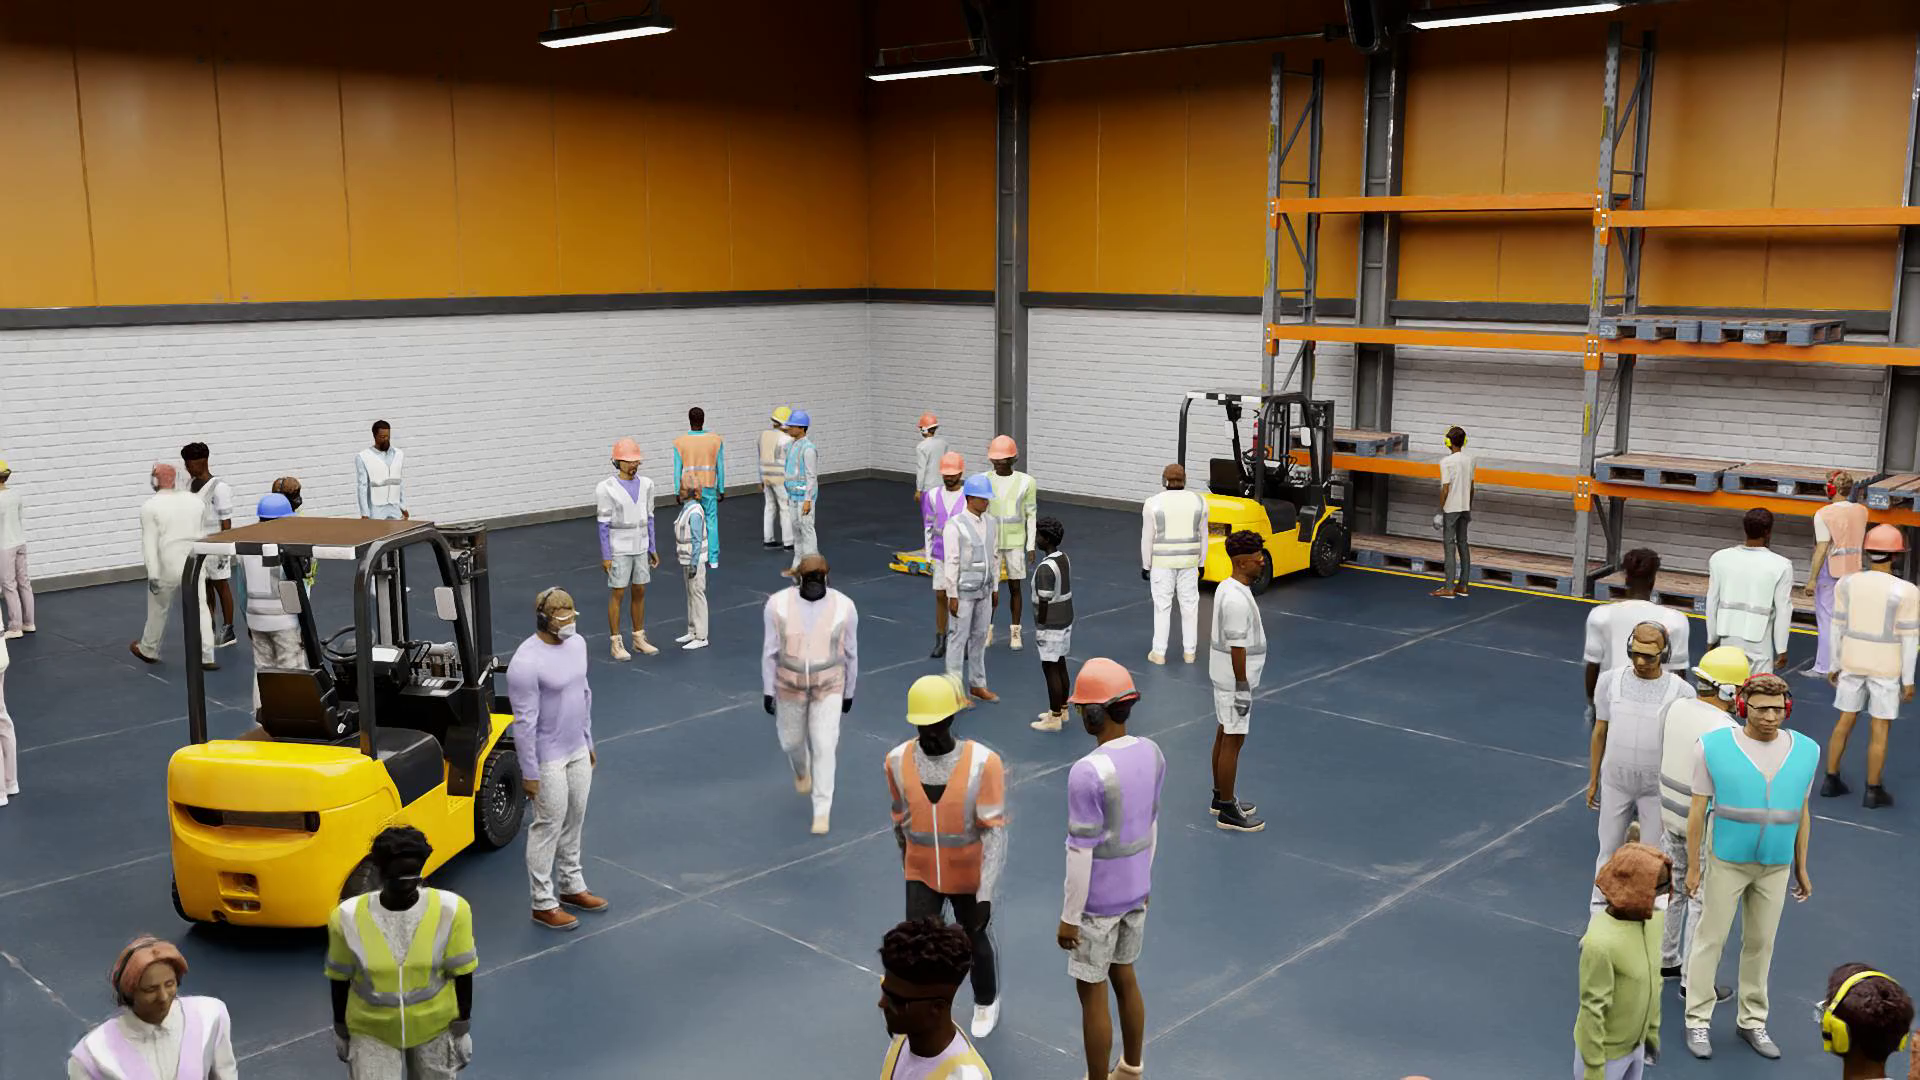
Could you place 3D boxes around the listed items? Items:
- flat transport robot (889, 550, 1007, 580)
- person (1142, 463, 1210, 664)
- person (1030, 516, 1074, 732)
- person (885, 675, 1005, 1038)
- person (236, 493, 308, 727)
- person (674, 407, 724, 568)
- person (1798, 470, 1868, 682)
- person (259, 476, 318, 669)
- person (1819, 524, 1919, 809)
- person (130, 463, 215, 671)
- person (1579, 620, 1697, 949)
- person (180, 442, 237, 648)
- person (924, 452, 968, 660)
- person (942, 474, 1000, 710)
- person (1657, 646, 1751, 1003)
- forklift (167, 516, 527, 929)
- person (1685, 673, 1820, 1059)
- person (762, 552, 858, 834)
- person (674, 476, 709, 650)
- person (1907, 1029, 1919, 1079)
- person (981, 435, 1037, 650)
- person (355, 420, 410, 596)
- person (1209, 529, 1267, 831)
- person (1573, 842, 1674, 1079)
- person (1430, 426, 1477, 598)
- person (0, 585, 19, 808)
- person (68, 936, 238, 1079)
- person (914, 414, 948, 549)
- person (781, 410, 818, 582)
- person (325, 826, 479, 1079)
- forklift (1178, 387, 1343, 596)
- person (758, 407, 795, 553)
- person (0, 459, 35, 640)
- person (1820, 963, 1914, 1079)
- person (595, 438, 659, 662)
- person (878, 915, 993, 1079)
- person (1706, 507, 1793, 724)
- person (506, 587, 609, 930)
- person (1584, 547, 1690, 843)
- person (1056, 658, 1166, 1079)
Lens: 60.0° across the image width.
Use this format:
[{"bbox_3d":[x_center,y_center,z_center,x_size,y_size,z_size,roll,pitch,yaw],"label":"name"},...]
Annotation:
[{"bbox_3d":[-0.084,0.281,19.181,1.431,0.197,0.652,9,13,41],"label":"flat transport robot"},{"bbox_3d":[1.939,0.217,15.094,0.624,1.840,0.429,-1,10,-7],"label":"person"},{"bbox_3d":[0.717,0.654,13.030,0.321,1.689,0.530,4,11,21],"label":"person"},{"bbox_3d":[-0.059,1.508,7.652,0.588,1.878,1.008,3,10,14],"label":"person"},{"bbox_3d":[-5.129,0.613,12.516,0.615,1.945,0.404,4,11,23],"label":"person"},{"bbox_3d":[-3.064,-0.606,19.570,0.588,1.911,0.400,-2,10,-14],"label":"person"},{"bbox_3d":[7.635,0.316,14.495,0.565,1.845,0.384,-4,11,-22],"label":"person"},{"bbox_3d":[-5.708,0.369,14.211,0.429,1.842,0.633,0,10,2],"label":"person"},{"bbox_3d":[6.163,0.854,11.239,0.391,1.925,0.566,-7,12,-36],"label":"person"},{"bbox_3d":[-7.098,0.236,14.920,0.985,1.849,0.650,6,12,32],"label":"person"},{"bbox_3d":[3.591,1.318,8.818,0.504,1.840,0.345,6,12,32],"label":"person"},{"bbox_3d":[-7.132,0.041,15.744,0.603,1.958,0.380,6,12,31],"label":"person"},{"bbox_3d":[-0.070,0.144,15.253,0.546,1.929,0.387,3,10,17],"label":"person"},{"bbox_3d":[0.106,0.417,13.674,0.414,1.940,0.599,9,14,43],"label":"person"},{"bbox_3d":[3.723,1.418,8.318,0.403,1.817,0.601,-3,10,-14],"label":"person"},{"bbox_3d":[-3.583,0.976,9.748,1.214,2.155,2.313,2,10,11],"label":"forklift"},{"bbox_3d":[3.662,1.501,7.751,0.570,1.843,0.373,0,10,1],"label":"person"},{"bbox_3d":[-0.976,0.953,10.951,0.627,1.821,0.777,0,10,0],"label":"person"},{"bbox_3d":[-2.529,0.204,15.712,0.307,1.645,0.513,-3,11,-19],"label":"person"},{"bbox_3d":[2.846,2.170,4.652,0.558,1.595,0.698,-9,13,-41],"label":"person"},{"bbox_3d":[0.409,0.031,15.566,0.611,2.040,0.393,2,10,9],"label":"person"},{"bbox_3d":[-6.288,-0.353,18.109,0.373,1.915,0.596,6,12,32],"label":"person"},{"bbox_3d":[1.809,0.896,10.849,0.366,1.967,0.602,0,10,2],"label":"person"},{"bbox_3d":[2.434,1.890,6.174,0.499,1.624,0.303,-9,14,-42],"label":"person"},{"bbox_3d":[5.335,-0.301,17.968,0.518,1.865,0.329,-6,11,-29],"label":"person"},{"bbox_3d":[-6.618,0.860,11.167,0.384,1.928,0.589,-1,10,-7],"label":"person"},{"bbox_3d":[-2.635,2.027,5.418,0.570,1.620,0.531,10,14,43],"label":"person"},{"bbox_3d":[-0.377,-0.674,20.395,0.333,1.753,0.562,7,12,35],"label":"person"},{"bbox_3d":[-1.806,-0.505,18.875,0.381,1.951,0.605,-5,11,-28],"label":"person"},{"bbox_3d":[-2.084,1.850,6.252,0.543,1.663,0.728,-4,11,-20],"label":"person"},{"bbox_3d":[3.298,-0.608,18.767,1.214,2.155,2.313,9,13,42],"label":"forklift"},{"bbox_3d":[-2.250,-0.746,20.626,0.609,1.819,0.422,9,13,41],"label":"person"},{"bbox_3d":[-9.224,0.081,16.061,0.327,1.769,0.525,0,10,3],"label":"person"},{"bbox_3d":[2.398,2.060,4.535,0.511,1.862,0.325,-2,10,-10],"label":"person"},{"bbox_3d":[-3.028,0.081,15.275,0.377,2.044,0.607,9,13,42],"label":"person"},{"bbox_3d":[-0.091,1.986,4.648,0.367,1.967,0.606,-4,11,-20],"label":"person"},{"bbox_3d":[5.680,0.717,12.017,0.399,1.917,0.590,-8,13,-39],"label":"person"},{"bbox_3d":[-2.242,1.201,9.243,0.383,1.929,0.634,4,11,20],"label":"person"},{"bbox_3d":[4.137,1.018,10.244,0.606,1.945,0.674,5,11,28],"label":"person"},{"bbox_3d":[0.622,1.511,7.195,0.407,2.029,0.612,8,13,37],"label":"person"}]
